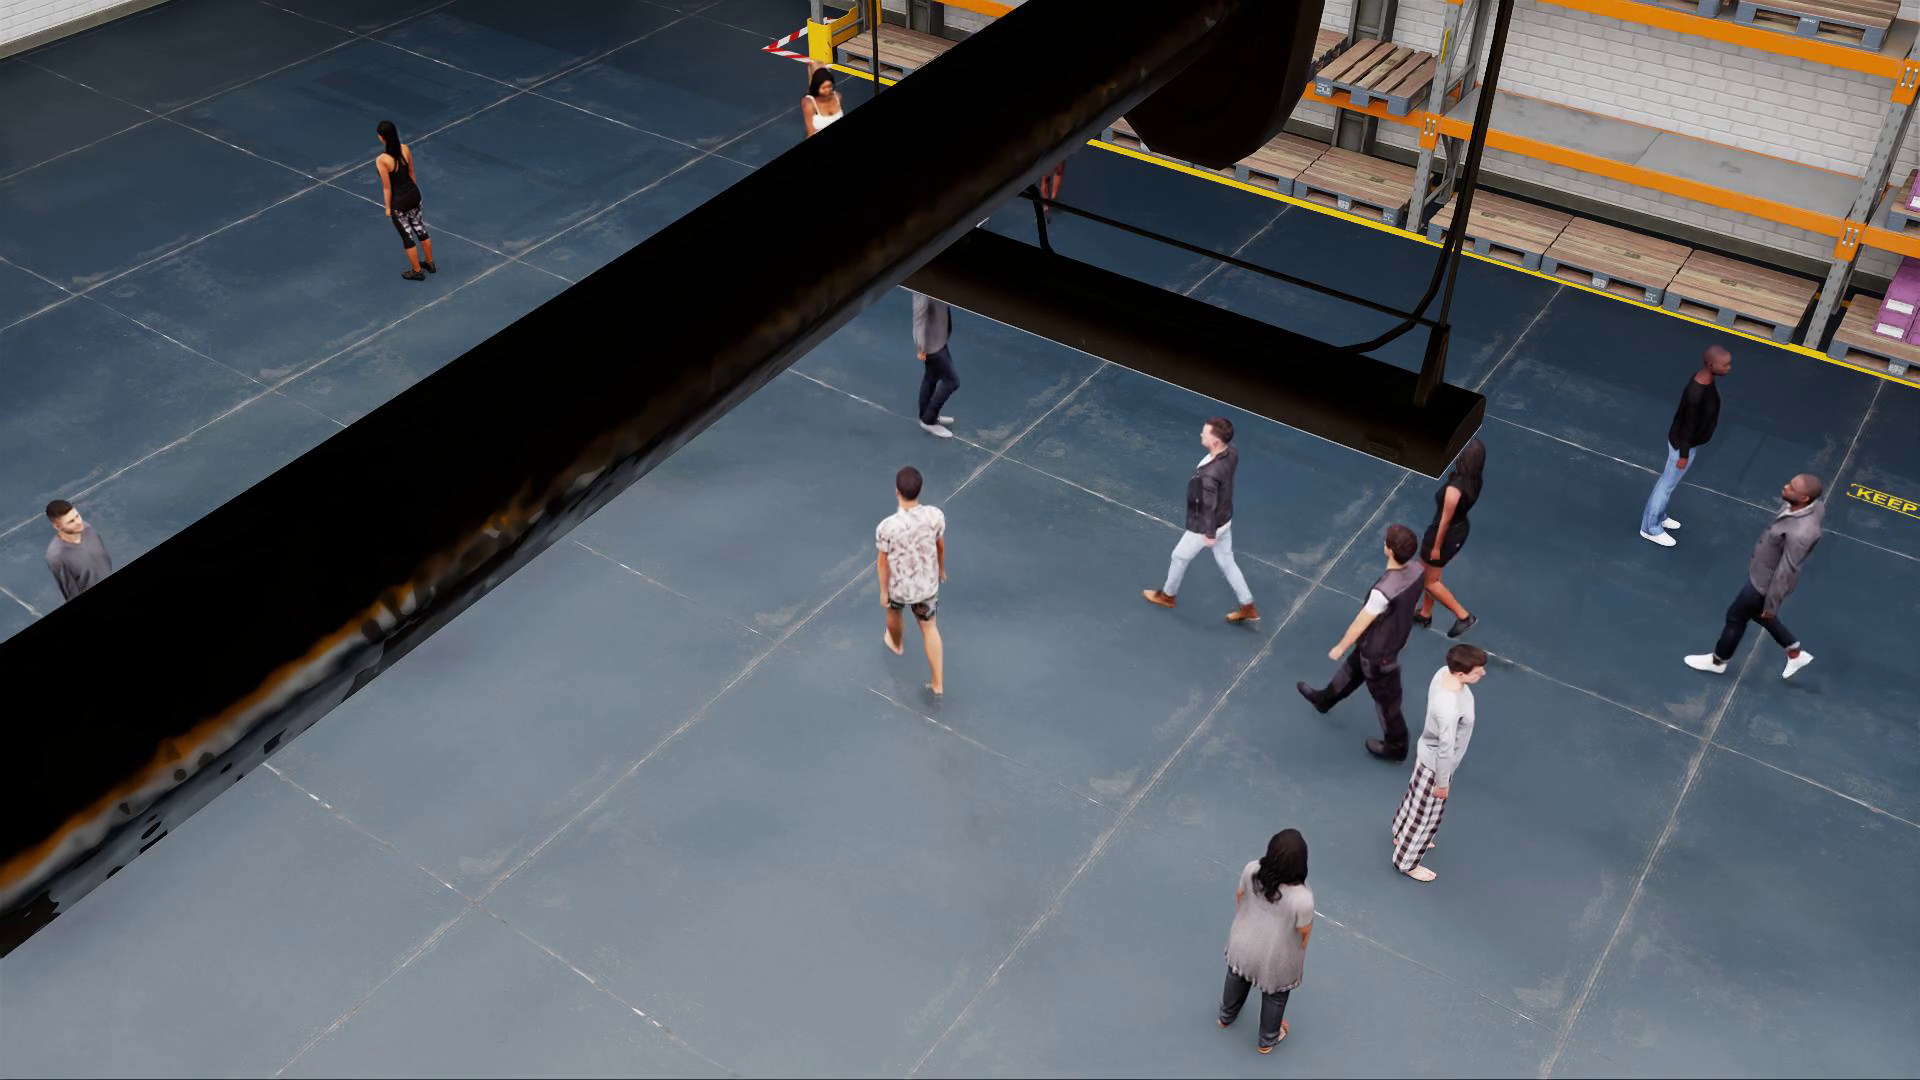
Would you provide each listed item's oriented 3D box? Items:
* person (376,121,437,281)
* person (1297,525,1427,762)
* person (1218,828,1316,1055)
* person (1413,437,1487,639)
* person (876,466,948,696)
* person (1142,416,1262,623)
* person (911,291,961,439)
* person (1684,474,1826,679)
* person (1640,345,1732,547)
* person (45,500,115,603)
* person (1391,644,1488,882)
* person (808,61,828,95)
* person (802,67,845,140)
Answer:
[{"bbox_3d":[-5.454,-3.336,16.278,0.540,1.663,0.607,18,42,21],"label":"person"},{"bbox_3d":[2.896,0.746,11.050,1.113,1.808,0.655,23,44,26],"label":"person"},{"bbox_3d":[1.723,2.245,9.337,0.614,1.603,0.703,27,46,30],"label":"person"},{"bbox_3d":[3.589,0.027,12.018,0.829,1.723,0.599,22,44,25],"label":"person"},{"bbox_3d":[-0.308,0.317,11.598,1.087,1.794,1.238,-13,40,-15],"label":"person"},{"bbox_3d":[1.916,-0.110,12.119,1.129,1.812,0.661,22,44,25],"label":"person"},{"bbox_3d":[-0.304,-1.717,14.093,0.847,1.859,0.822,2,39,2],"label":"person"},{"bbox_3d":[5.752,0.293,11.625,1.054,1.799,0.778,18,42,21],"label":"person"},{"bbox_3d":[5.657,-0.766,12.990,0.560,1.750,0.613,19,42,22],"label":"person"},{"bbox_3d":[-6.019,0.424,11.501,0.759,1.749,0.736,7,39,9],"label":"person"},{"bbox_3d":[2.947,1.341,10.274,0.668,1.847,0.703,8,39,10],"label":"person"},{"bbox_3d":[-1.558,-4.620,18.195,0.663,1.276,0.504,22,44,25],"label":"person"},{"bbox_3d":[-1.451,-4.009,17.049,0.993,1.753,1.288,-23,44,-26],"label":"person"}]
